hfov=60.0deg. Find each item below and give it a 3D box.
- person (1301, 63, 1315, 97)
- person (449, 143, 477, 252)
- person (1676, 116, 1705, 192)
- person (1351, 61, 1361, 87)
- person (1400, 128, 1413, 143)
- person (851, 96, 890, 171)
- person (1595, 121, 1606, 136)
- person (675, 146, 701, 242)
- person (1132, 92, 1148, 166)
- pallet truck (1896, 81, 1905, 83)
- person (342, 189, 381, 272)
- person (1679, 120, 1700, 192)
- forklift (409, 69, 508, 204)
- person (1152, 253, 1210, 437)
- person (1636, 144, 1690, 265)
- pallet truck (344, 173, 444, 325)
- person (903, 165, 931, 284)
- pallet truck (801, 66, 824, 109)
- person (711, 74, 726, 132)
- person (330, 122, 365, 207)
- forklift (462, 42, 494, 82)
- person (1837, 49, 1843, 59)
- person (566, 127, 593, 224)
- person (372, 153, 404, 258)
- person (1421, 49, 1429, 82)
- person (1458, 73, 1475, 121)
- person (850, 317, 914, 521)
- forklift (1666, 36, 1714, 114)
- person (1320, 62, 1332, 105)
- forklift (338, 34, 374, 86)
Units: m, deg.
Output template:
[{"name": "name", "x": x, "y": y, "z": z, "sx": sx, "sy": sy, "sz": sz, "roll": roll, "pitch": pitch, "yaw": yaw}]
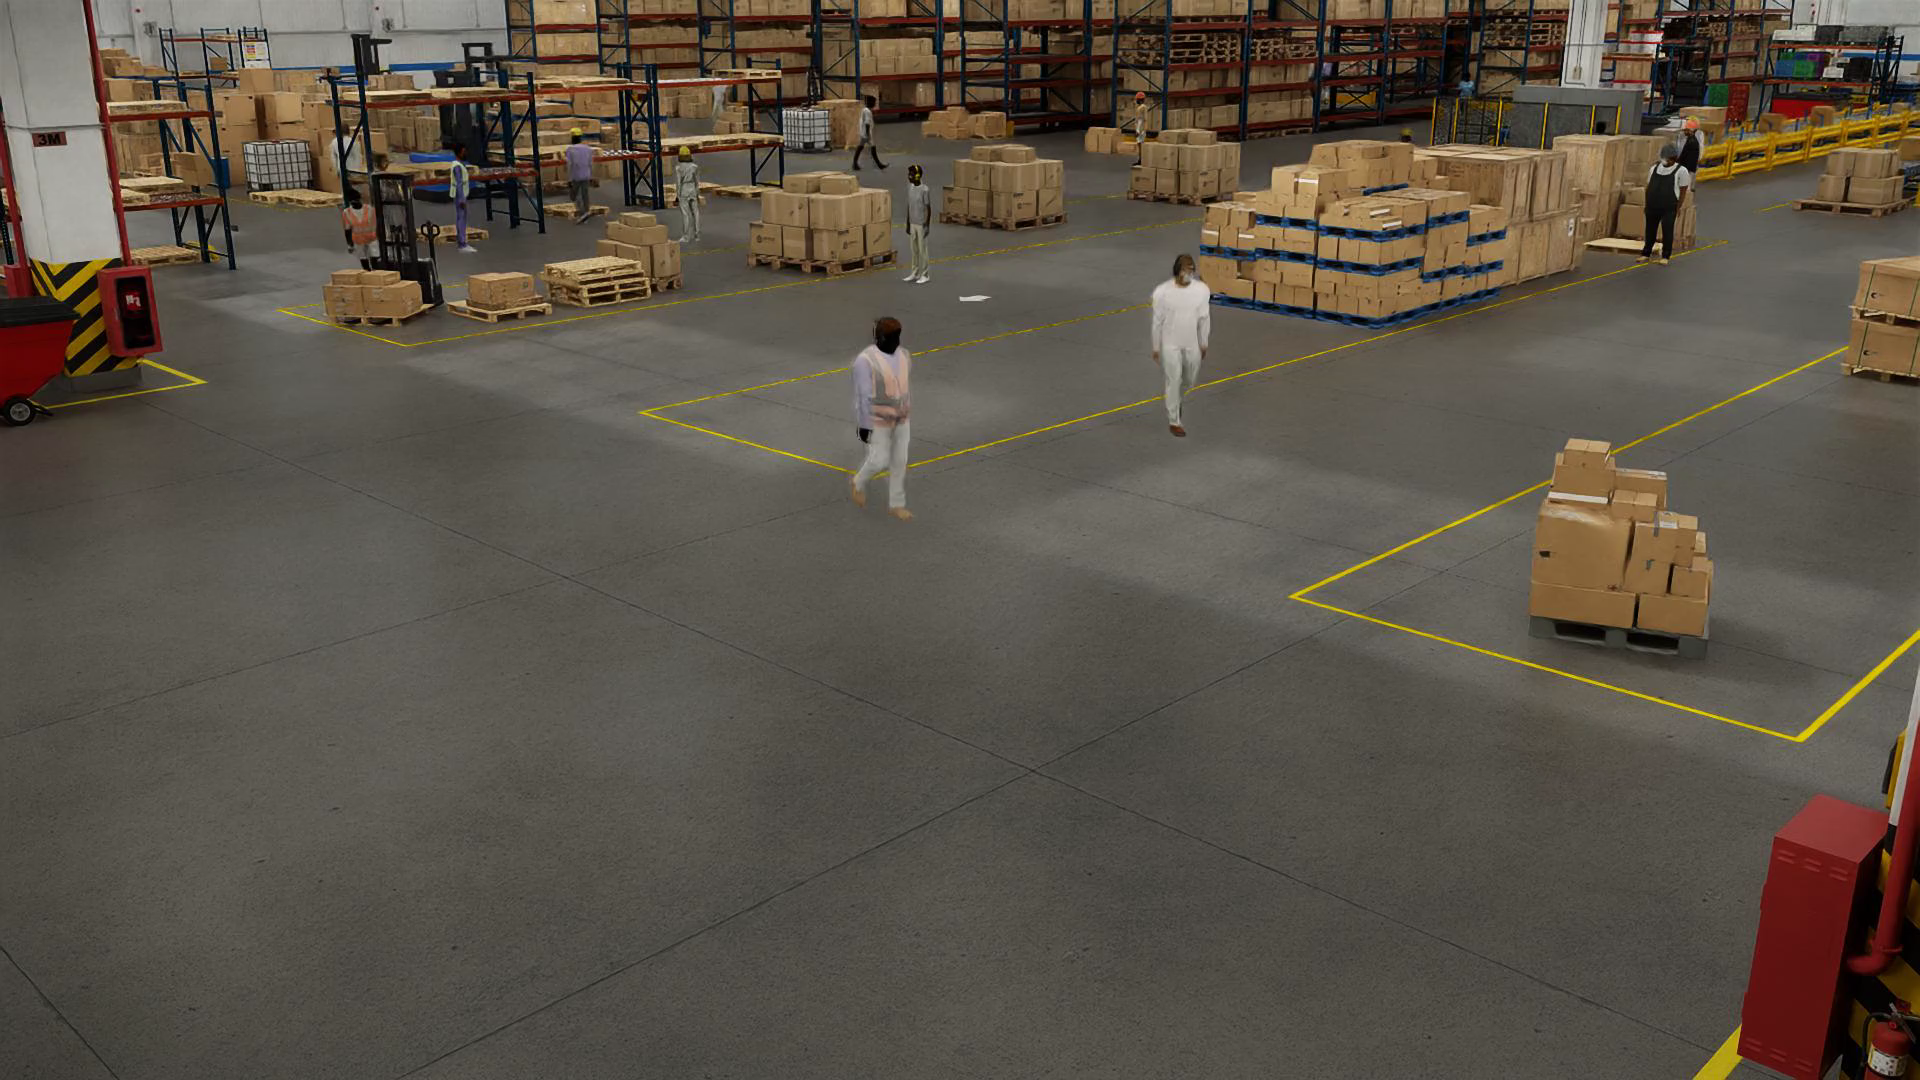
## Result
[{"name": "person", "x": 15.141, "y": -20.168, "z": 72.092, "sx": 0.959, "sy": 1.901, "sz": 0.546, "roll": -5, "pitch": 19, "yaw": -14}, {"name": "person", "x": -8.910, "y": -6.110, "z": 29.693, "sx": 0.396, "sy": 1.919, "sz": 0.590, "roll": -5, "pitch": 19, "yaw": -14}, {"name": "person", "x": 16.549, "y": -8.709, "z": 37.726, "sx": 0.604, "sy": 1.796, "sz": 0.910, "roll": 17, "pitch": 25, "yaw": 41}, {"name": "person", "x": 17.982, "y": -21.114, "z": 75.352, "sx": 0.540, "sy": 1.614, "sz": 0.674, "roll": 16, "pitch": 24, "yaw": 40}, {"name": "person", "x": 9.379, "y": -7.753, "z": 34.911, "sx": 0.800, "sy": 1.733, "sz": 0.547, "roll": -4, "pitch": 19, "yaw": -13}, {"name": "person", "x": -2.353, "y": -10.469, "z": 42.845, "sx": 1.025, "sy": 1.898, "sz": 0.707, "roll": -6, "pitch": 19, "yaw": -18}, {"name": "person", "x": 14.397, "y": -8.570, "z": 37.473, "sx": 0.430, "sy": 1.680, "sz": 0.546, "roll": 16, "pitch": 24, "yaw": 40}, {"name": "person", "x": -5.076, "y": -6.423, "z": 30.913, "sx": 0.494, "sy": 1.741, "sz": 0.308, "roll": -15, "pitch": 24, "yaw": -39}, {"name": "person", "x": 4.751, "y": -10.835, "z": 43.897, "sx": 0.360, "sy": 1.939, "sz": 0.543, "roll": 7, "pitch": 20, "yaw": 20}, {"name": "pallet truck", "x": 34.802, "y": -16.331, "z": 61.455, "sx": 0.653, "sy": 1.274, "sz": 1.630, "roll": 17, "pitch": 25, "yaw": 41}, {"name": "person", "x": -9.083, "y": -4.538, "z": 25.370, "sx": 0.557, "sy": 1.645, "sz": 0.592, "roll": -2, "pitch": 19, "yaw": -7}, {"name": "person", "x": 14.774, "y": -7.518, "z": 33.816, "sx": 0.379, "sy": 1.996, "sz": 0.610, "roll": 6, "pitch": 19, "yaw": 18}, {"name": "forklift", "x": -11.111, "y": -8.910, "z": 36.625, "sx": 1.129, "sy": 2.768, "sz": 1.873, "roll": 17, "pitch": 25, "yaw": 41}, {"name": "person", "x": 2.302, "y": -2.087, "z": 17.570, "sx": 0.636, "sy": 1.921, "sz": 0.661, "roll": -4, "pitch": 19, "yaw": -13}, {"name": "person", "x": 11.948, "y": -5.708, "z": 28.292, "sx": 0.536, "sy": 2.000, "sz": 0.684, "roll": -16, "pitch": 24, "yaw": -40}, {"name": "pallet truck", "x": -8.209, "y": -4.181, "z": 23.757, "sx": 0.823, "sy": 1.965, "sz": 1.885, "roll": 3, "pitch": 19, "yaw": 9}, {"name": "person", "x": -0.676, "y": -5.033, "z": 26.534, "sx": 0.315, "sy": 1.864, "sz": 0.526, "roll": -16, "pitch": 24, "yaw": -40}, {"name": "pallet truck", "x": -4.812, "y": -15.182, "z": 56.903, "sx": 0.823, "sy": 1.965, "sz": 1.885, "roll": -9, "pitch": 21, "yaw": -26}, {"name": "person", "x": -7.951, "y": -14.320, "z": 54.547, "sx": 0.540, "sy": 1.838, "sz": 0.709, "roll": 4, "pitch": 19, "yaw": 11}, {"name": "person", "x": -12.484, "y": -7.547, "z": 34.004, "sx": 0.652, "sy": 1.928, "sz": 0.435, "roll": 3, "pitch": 19, "yaw": 9}, {"name": "forklift", "x": -15.832, "y": -14.974, "z": 54.895, "sx": 1.873, "sy": 2.768, "sz": 1.129, "roll": 16, "pitch": 24, "yaw": 41}, {"name": "person", "x": 41.277, "y": -22.274, "z": 78.296, "sx": 0.416, "sy": 1.985, "sz": 0.611, "roll": 16, "pitch": 24, "yaw": 40}, {"name": "person", "x": -7.559, "y": -7.238, "z": 33.095, "sx": 0.616, "sy": 1.914, "sz": 0.427, "roll": -15, "pitch": 24, "yaw": -38}, {"name": "person", "x": -10.082, "y": -5.823, "z": 28.973, "sx": 0.585, "sy": 1.827, "sz": 0.524, "roll": 0, "pitch": 18, "yaw": 1}, {"name": "person", "x": 22.252, "y": -22.658, "z": 79.770, "sx": 0.922, "sy": 1.787, "sz": 0.597, "roll": -16, "pitch": 24, "yaw": -39}, {"name": "person", "x": 18.017, "y": -15.775, "z": 59.186, "sx": 0.563, "sy": 1.664, "sz": 0.587, "roll": 4, "pitch": 19, "yaw": 13}, {"name": "person", "x": -0.694, "y": -1.080, "z": 14.687, "sx": 0.636, "sy": 1.823, "sz": 0.578, "roll": -16, "pitch": 24, "yaw": -40}, {"name": "forklift", "x": 27.341, "y": -17.291, "z": 61.877, "sx": 1.129, "sy": 2.768, "sz": 1.873, "roll": 17, "pitch": 25, "yaw": 41}, {"name": "person", "x": 14.809, "y": -18.669, "z": 67.519, "sx": 0.664, "sy": 1.916, "sz": 0.665, "roll": -5, "pitch": 19, "yaw": -15}, {"name": "forklift", "x": -23.320, "y": -18.344, "z": 65.050, "sx": 1.129, "sy": 2.768, "sz": 1.873, "roll": 17, "pitch": 25, "yaw": 41}]
